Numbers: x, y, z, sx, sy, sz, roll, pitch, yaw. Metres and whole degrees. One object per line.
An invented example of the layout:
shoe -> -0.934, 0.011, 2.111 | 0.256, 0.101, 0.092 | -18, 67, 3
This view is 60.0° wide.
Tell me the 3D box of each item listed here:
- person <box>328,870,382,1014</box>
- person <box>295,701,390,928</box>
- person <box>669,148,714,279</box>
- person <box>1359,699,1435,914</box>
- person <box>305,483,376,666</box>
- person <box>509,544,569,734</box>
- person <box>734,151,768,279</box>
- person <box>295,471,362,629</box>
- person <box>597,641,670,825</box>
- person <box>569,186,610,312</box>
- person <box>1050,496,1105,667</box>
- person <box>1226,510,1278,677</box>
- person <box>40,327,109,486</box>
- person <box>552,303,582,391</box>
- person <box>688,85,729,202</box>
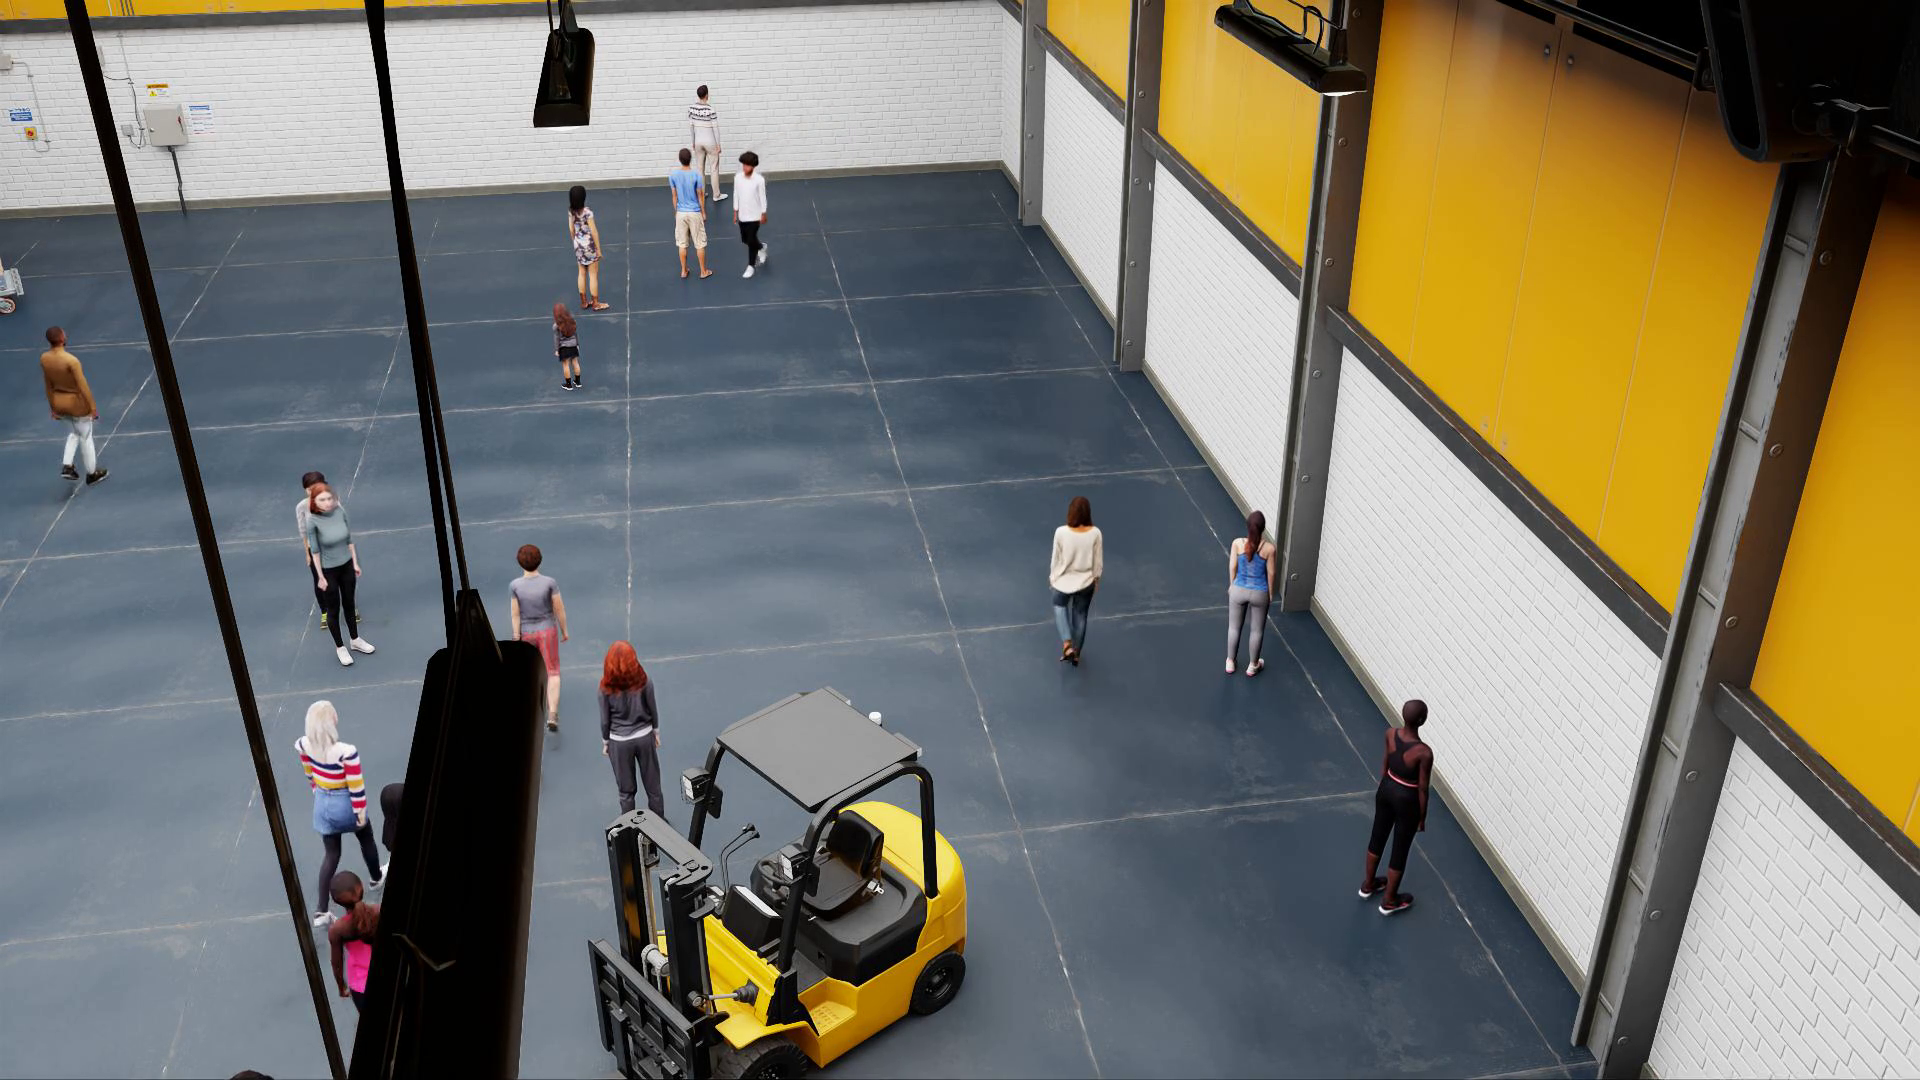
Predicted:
person -> -3.576, 2.797, 10.267 | 0.736, 1.705, 0.793 | -19, 34, -31
person -> -4.452, 1.940, 11.759 | 0.934, 1.781, 1.192 | 6, 29, 11
person -> -3.872, -4.672, 23.796 | 0.701, 1.862, 0.656 | 3, 29, 5
person -> 3.126, 1.879, 11.898 | 0.716, 1.756, 0.616 | -21, 35, -33
person -> -5.569, 0.278, 14.846 | 0.724, 1.743, 0.665 | 19, 34, 31
person -> -3.523, 0.847, 13.929 | 0.609, 1.622, 1.082 | -4, 29, -7
person -> -2.995, -4.726, 23.976 | 0.971, 1.785, 1.142 | 11, 30, 18
person -> -5.882, 0.062, 15.439 | 0.585, 1.554, 0.545 | -11, 31, -19
person -> -2.472, 1.522, 12.528 | 0.591, 1.779, 0.513 | -7, 29, -13
person -> -5.105, -3.977, 22.657 | 0.674, 1.733, 0.718 | 16, 32, 26
person -> 1.016, 0.412, 14.676 | 0.669, 1.669, 0.671 | -1, 29, -2
person -> 2.556, 0.462, 14.649 | 0.659, 1.609, 0.690 | 9, 30, 17
person -> -9.583, -1.391, 17.837 | 0.831, 1.809, 0.906 | 7, 29, 13
person -> -4.825, -2.392, 20.404 | 0.537, 1.107, 0.567 | -24, 37, -37
person -> -4.141, -6.467, 27.088 | 0.767, 1.862, 0.763 | 10, 30, 18
